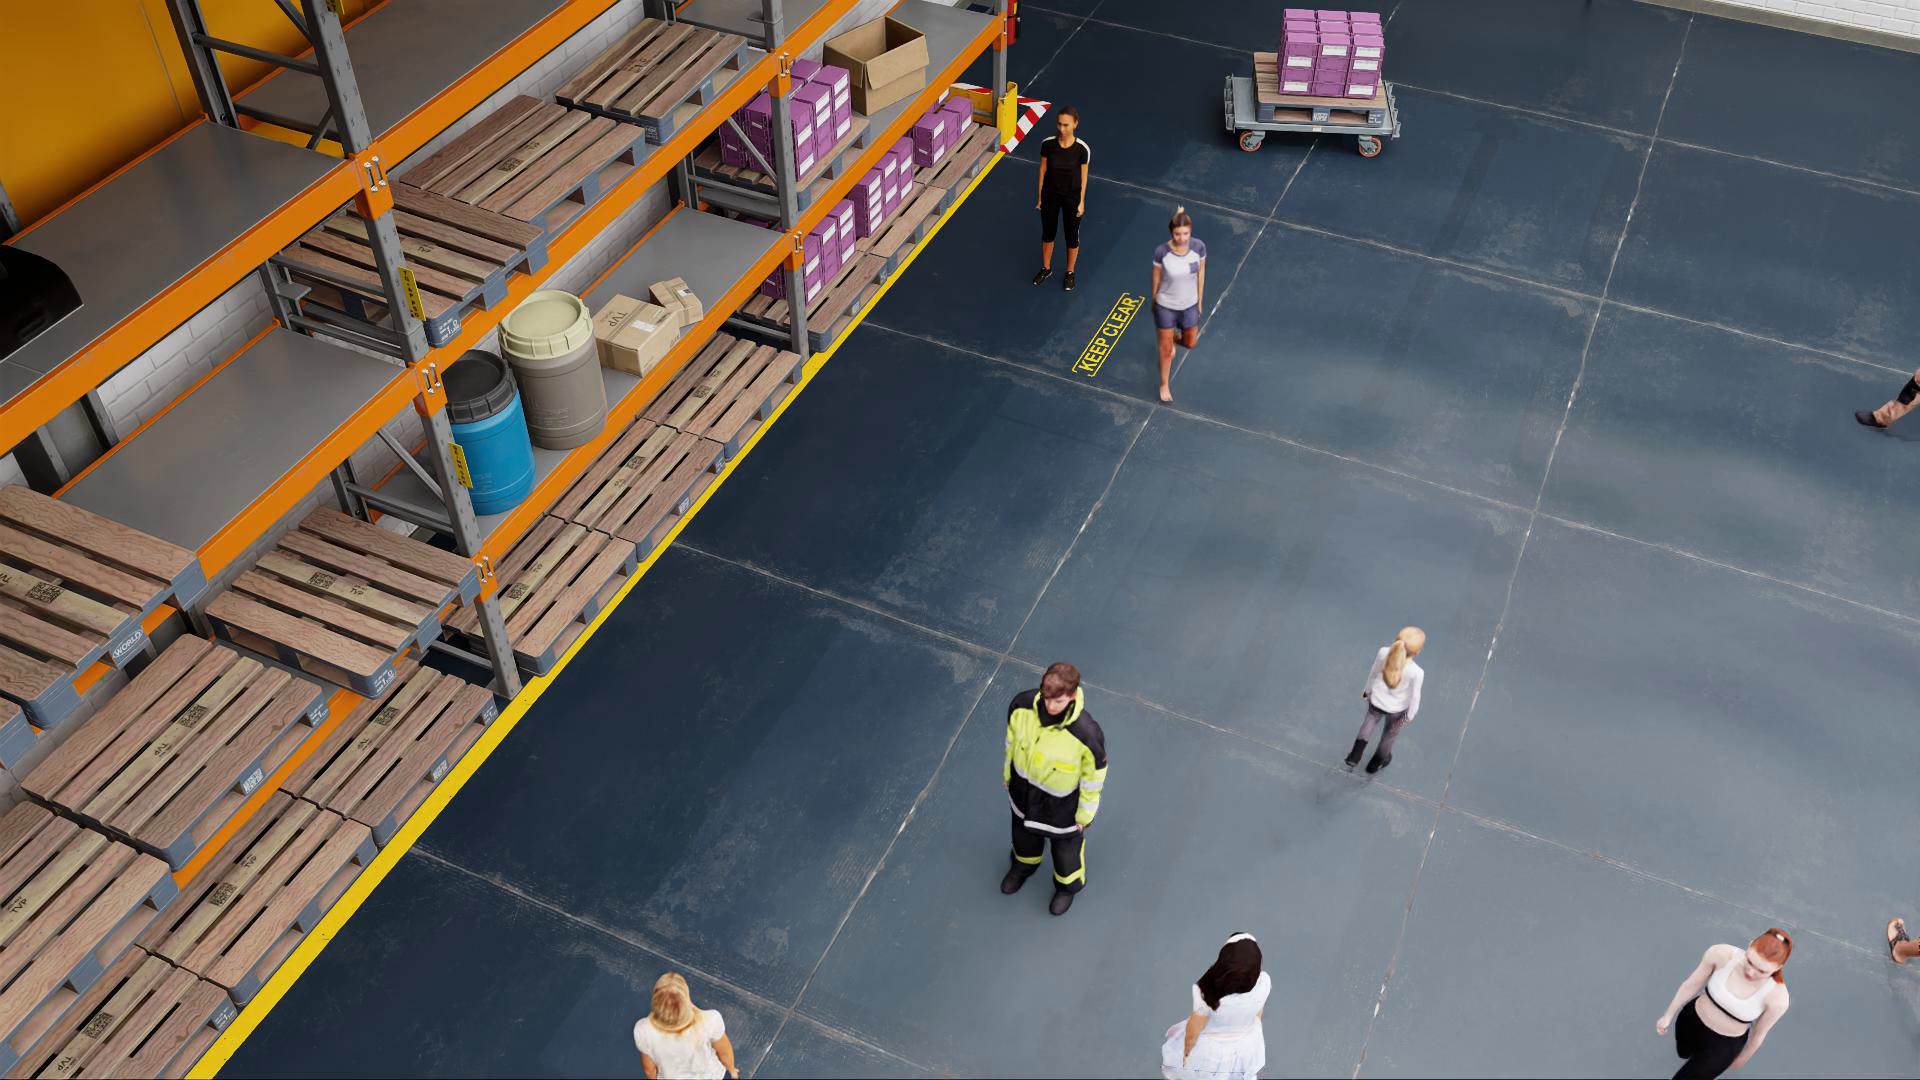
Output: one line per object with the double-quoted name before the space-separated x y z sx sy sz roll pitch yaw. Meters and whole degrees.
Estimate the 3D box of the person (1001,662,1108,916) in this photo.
"person" 0.543 1.359 9.347 0.808 1.976 0.701 25 49 24

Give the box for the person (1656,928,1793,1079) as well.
"person" 3.833 2.440 8.404 1.191 1.711 0.960 -26 50 -25

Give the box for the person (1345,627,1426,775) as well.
"person" 2.595 1.024 10.210 0.602 1.271 0.684 33 53 30

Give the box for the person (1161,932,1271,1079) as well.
"person" 1.313 2.580 8.191 0.913 1.803 1.005 -6 44 -7

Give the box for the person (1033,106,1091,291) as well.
"person" 0.864 -2.902 14.042 0.605 1.669 0.561 12 45 13

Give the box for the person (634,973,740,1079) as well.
"person" -1.305 2.648 8.116 0.664 1.809 0.684 -7 44 -7

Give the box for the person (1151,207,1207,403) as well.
"person" 1.685 -1.883 13.019 0.832 1.604 0.947 -6 44 -6
